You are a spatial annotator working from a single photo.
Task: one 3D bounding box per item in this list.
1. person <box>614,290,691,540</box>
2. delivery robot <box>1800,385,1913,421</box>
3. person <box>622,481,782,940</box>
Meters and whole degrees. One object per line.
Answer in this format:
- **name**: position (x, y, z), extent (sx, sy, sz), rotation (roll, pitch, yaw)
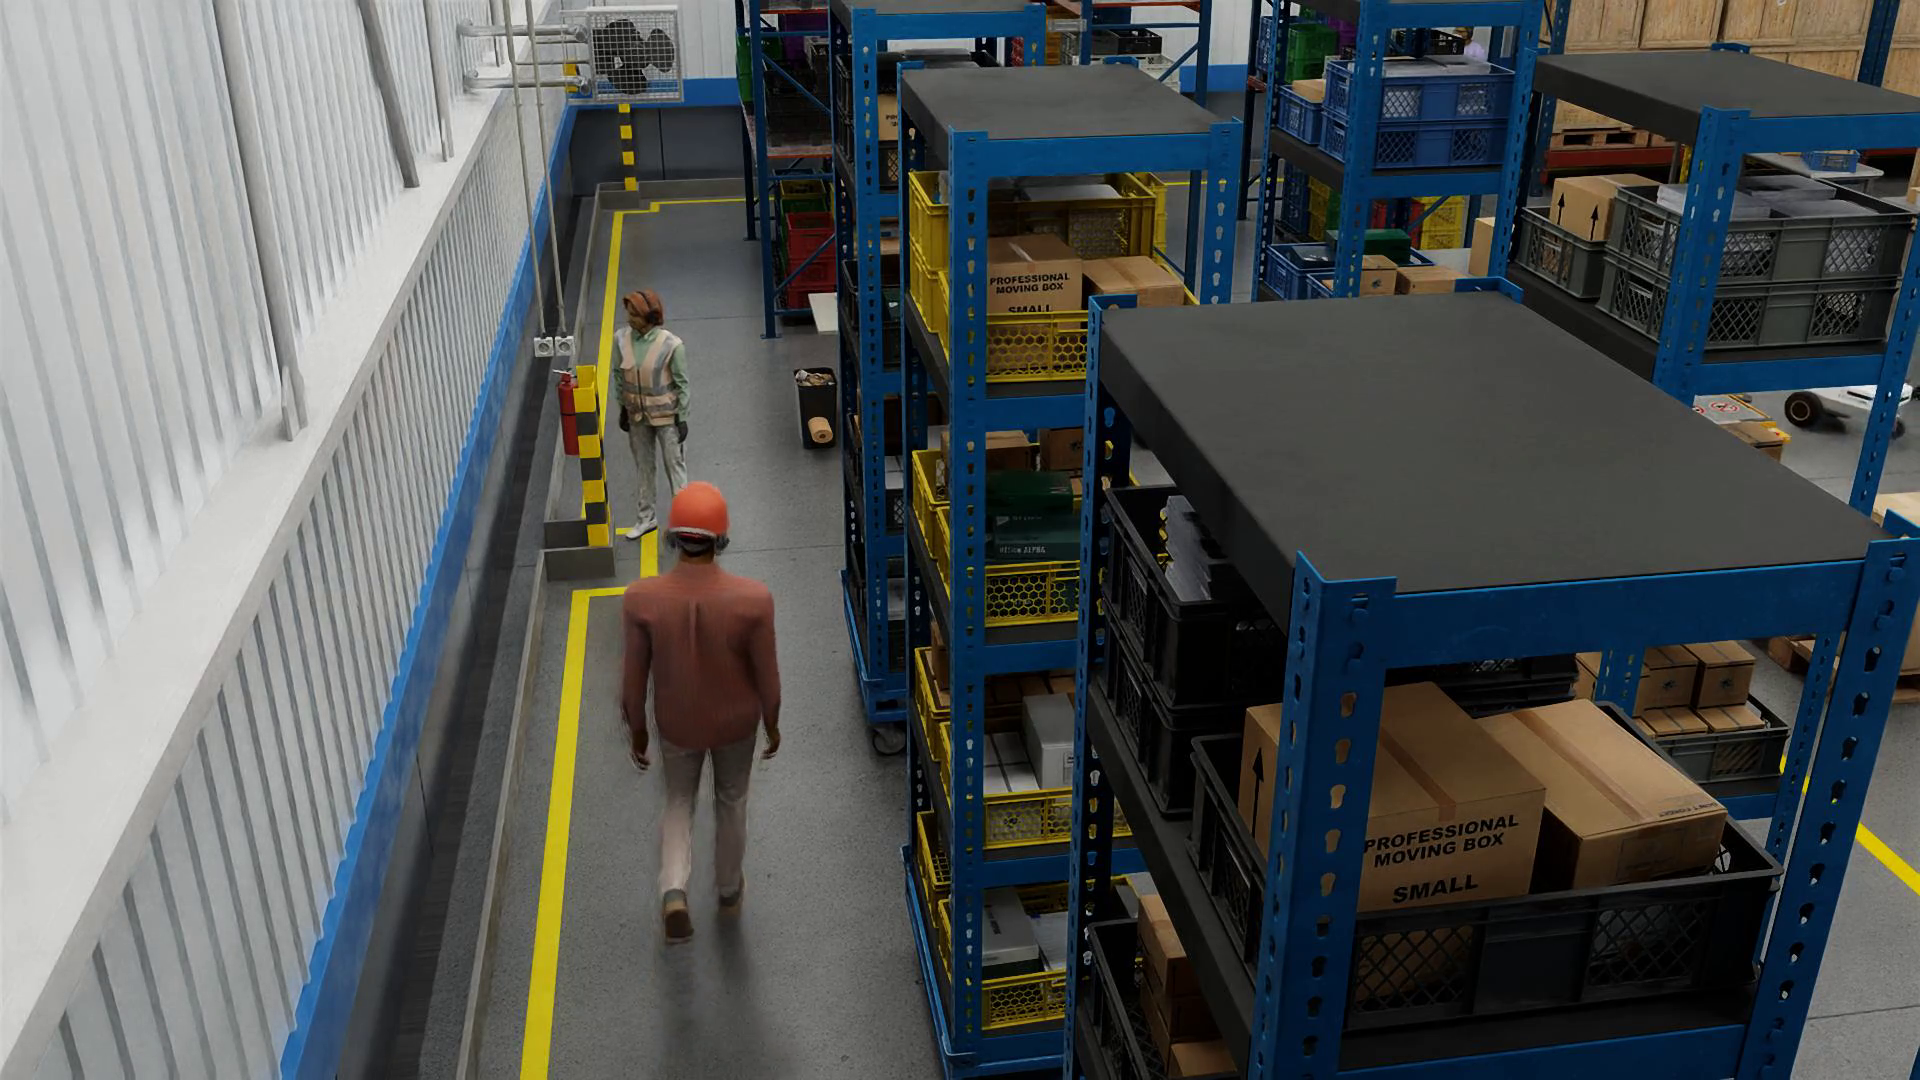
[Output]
- **person**: position (-1.889, -0.754, 10.281), extent (0.515, 1.636, 0.315), rotation (10, 27, 21)
- **delivery robot**: position (6.565, -1.097, 12.205), extent (0.477, 0.478, 0.707), rotation (-16, 29, -31)
- **person**: position (-1.024, 0.729, 6.654), extent (0.627, 1.973, 0.628), rotation (0, 25, 0)
